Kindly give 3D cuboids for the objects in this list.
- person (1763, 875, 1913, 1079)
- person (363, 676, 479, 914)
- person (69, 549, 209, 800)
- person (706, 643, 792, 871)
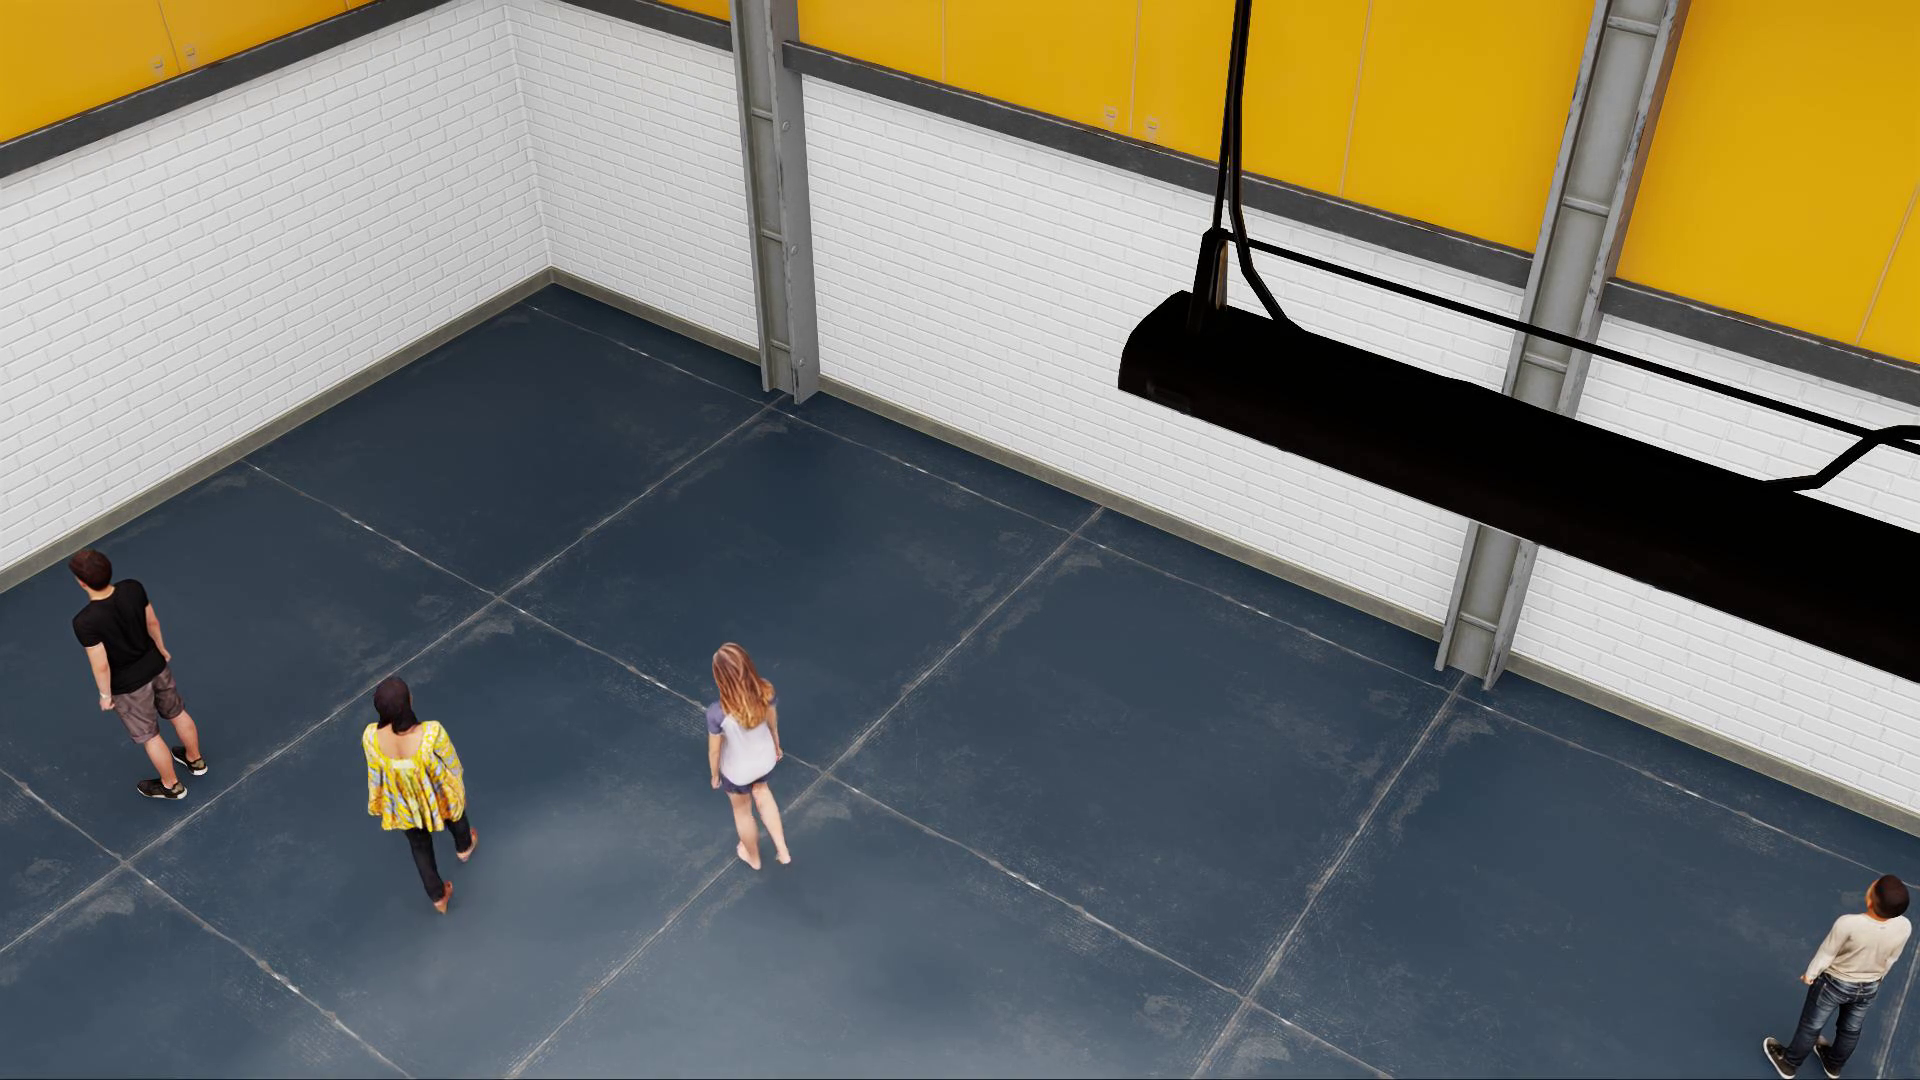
[{"bbox_3d":[4.535,2.251,8.486,0.584,1.459,0.674,0,39,0],"label":"person"},{"bbox_3d":[-3.021,1.490,9.299,0.974,1.634,1.021,-3,39,-4],"label":"person"},{"bbox_3d":[-4.943,0.802,9.978,0.664,1.862,0.729,14,41,17],"label":"person"},{"bbox_3d":[-1.163,1.308,9.456,0.701,1.723,0.755,-27,46,-29],"label":"person"}]
